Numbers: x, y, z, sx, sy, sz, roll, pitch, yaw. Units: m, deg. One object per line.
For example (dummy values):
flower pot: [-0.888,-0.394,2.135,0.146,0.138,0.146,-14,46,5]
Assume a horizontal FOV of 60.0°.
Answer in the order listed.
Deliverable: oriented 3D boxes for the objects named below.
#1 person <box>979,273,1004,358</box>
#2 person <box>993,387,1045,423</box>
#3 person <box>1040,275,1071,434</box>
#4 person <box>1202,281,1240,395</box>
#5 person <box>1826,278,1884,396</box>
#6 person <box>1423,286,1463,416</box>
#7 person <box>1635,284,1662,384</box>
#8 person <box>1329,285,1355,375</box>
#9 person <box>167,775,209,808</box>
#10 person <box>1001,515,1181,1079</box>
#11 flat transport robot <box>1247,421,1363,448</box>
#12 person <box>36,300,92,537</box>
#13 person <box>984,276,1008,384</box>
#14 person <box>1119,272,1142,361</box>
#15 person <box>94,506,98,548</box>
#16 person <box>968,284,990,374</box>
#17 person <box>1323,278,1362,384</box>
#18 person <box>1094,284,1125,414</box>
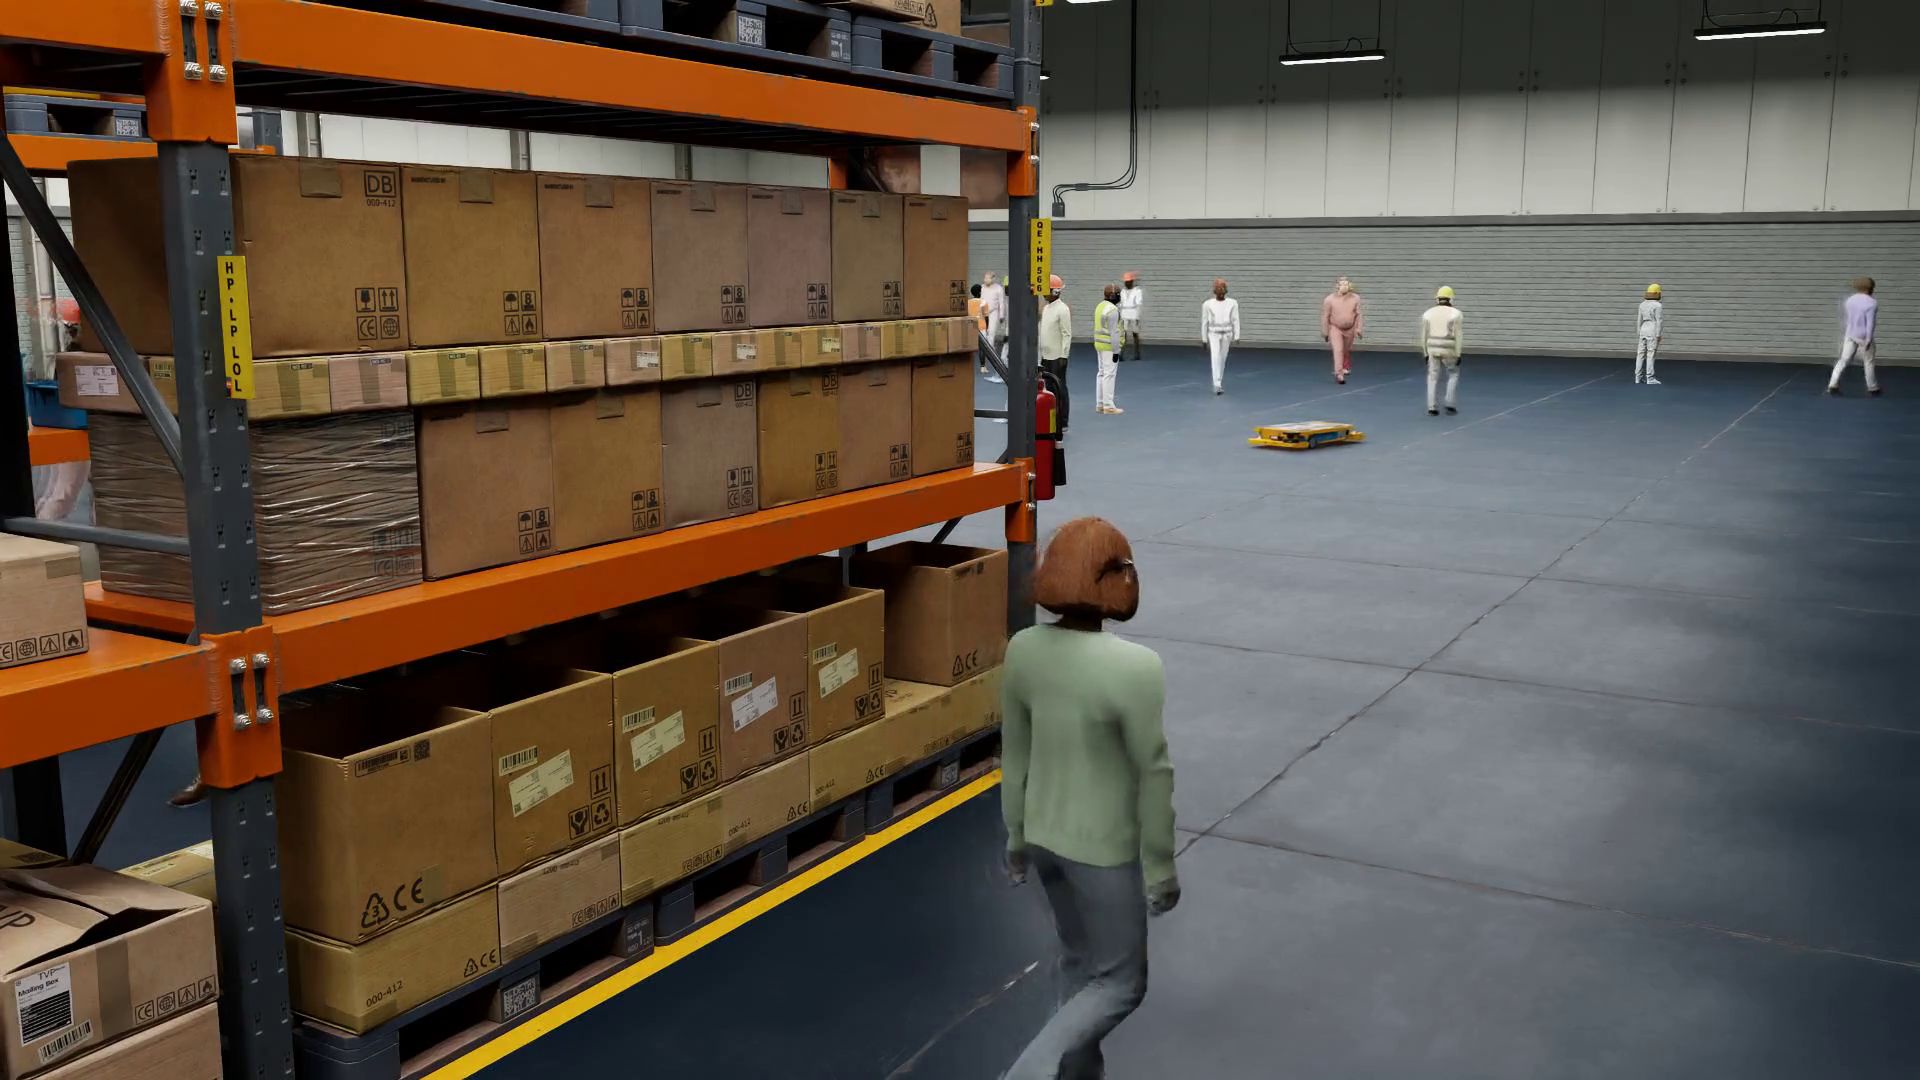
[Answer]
person: [0.605,-4.946,36.636,0.653,1.854,0.982,5,11,26]
person: [0.919,-2.336,22.128,0.864,1.596,0.521,2,10,9]
person: [1.164,-2.305,20.766,0.395,1.993,0.614,-4,10,-22]
person: [4.220,-3.272,26.937,0.581,1.835,1.005,-1,10,-6]
person: [14.278,-3.217,26.416,1.014,1.897,0.630,-4,10,-21]
person: [6.764,-2.631,23.216,0.620,1.803,0.682,8,13,41]
person: [12.090,-3.607,29.126,0.319,1.743,0.488,-4,11,-24]
person: [7.106,-3.950,31.133,0.665,1.742,0.548,-5,11,-25]
person: [-2.920,0.130,6.968,0.514,1.841,0.901,5,11,25]
person: [0.262,0.746,4.000,0.610,1.617,0.506,-8,12,-38]
flat transport robot: [4.090,-1.253,19.649,1.431,0.197,0.652,-9,13,-43]
person: [-5.974,-0.655,11.248,1.016,1.954,0.601,-4,10,-20]
person: [0.790,-3.597,28.610,0.871,1.893,0.612,1,10,4]
person: [3.600,-4.738,35.342,0.546,1.890,0.996,4,11,25]
person: [-4.097,-0.053,8.254,0.532,1.767,0.323,4,11,25]
person: [0.309,-4.007,31.595,0.536,1.699,0.322,3,10,18]
person: [6.725,-3.681,29.258,0.641,1.862,1.020,-1,10,-4]
person: [2.123,-2.695,23.540,0.429,1.838,0.629,-2,10,-14]
